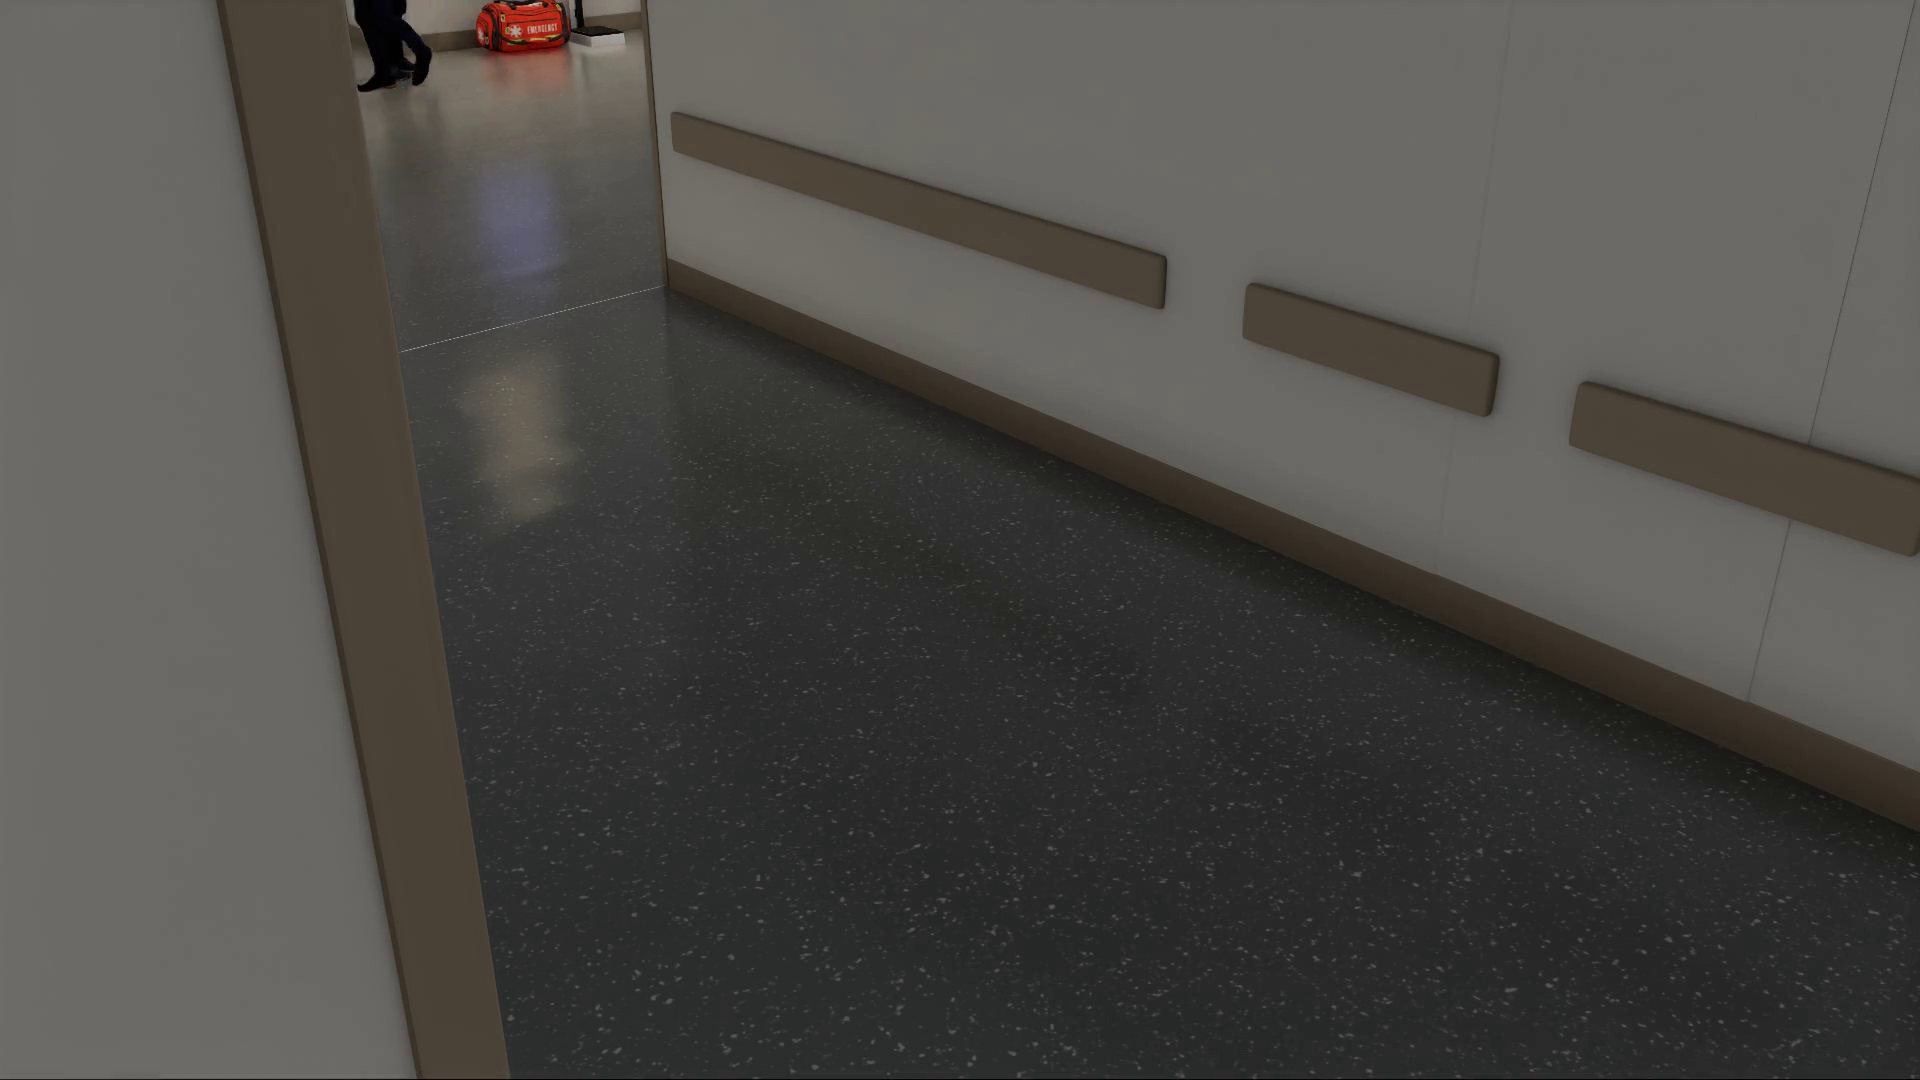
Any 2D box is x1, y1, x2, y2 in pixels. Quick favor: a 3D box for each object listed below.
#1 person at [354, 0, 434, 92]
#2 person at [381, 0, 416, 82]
[{"bbox_3d":[-4.333,-4.338,12.554,0.912,1.840,0.648,-20,32,-36],"label":"person"},{"bbox_3d":[-4.583,-4.632,13.203,0.784,1.843,0.723,2,26,5],"label":"person"}]
